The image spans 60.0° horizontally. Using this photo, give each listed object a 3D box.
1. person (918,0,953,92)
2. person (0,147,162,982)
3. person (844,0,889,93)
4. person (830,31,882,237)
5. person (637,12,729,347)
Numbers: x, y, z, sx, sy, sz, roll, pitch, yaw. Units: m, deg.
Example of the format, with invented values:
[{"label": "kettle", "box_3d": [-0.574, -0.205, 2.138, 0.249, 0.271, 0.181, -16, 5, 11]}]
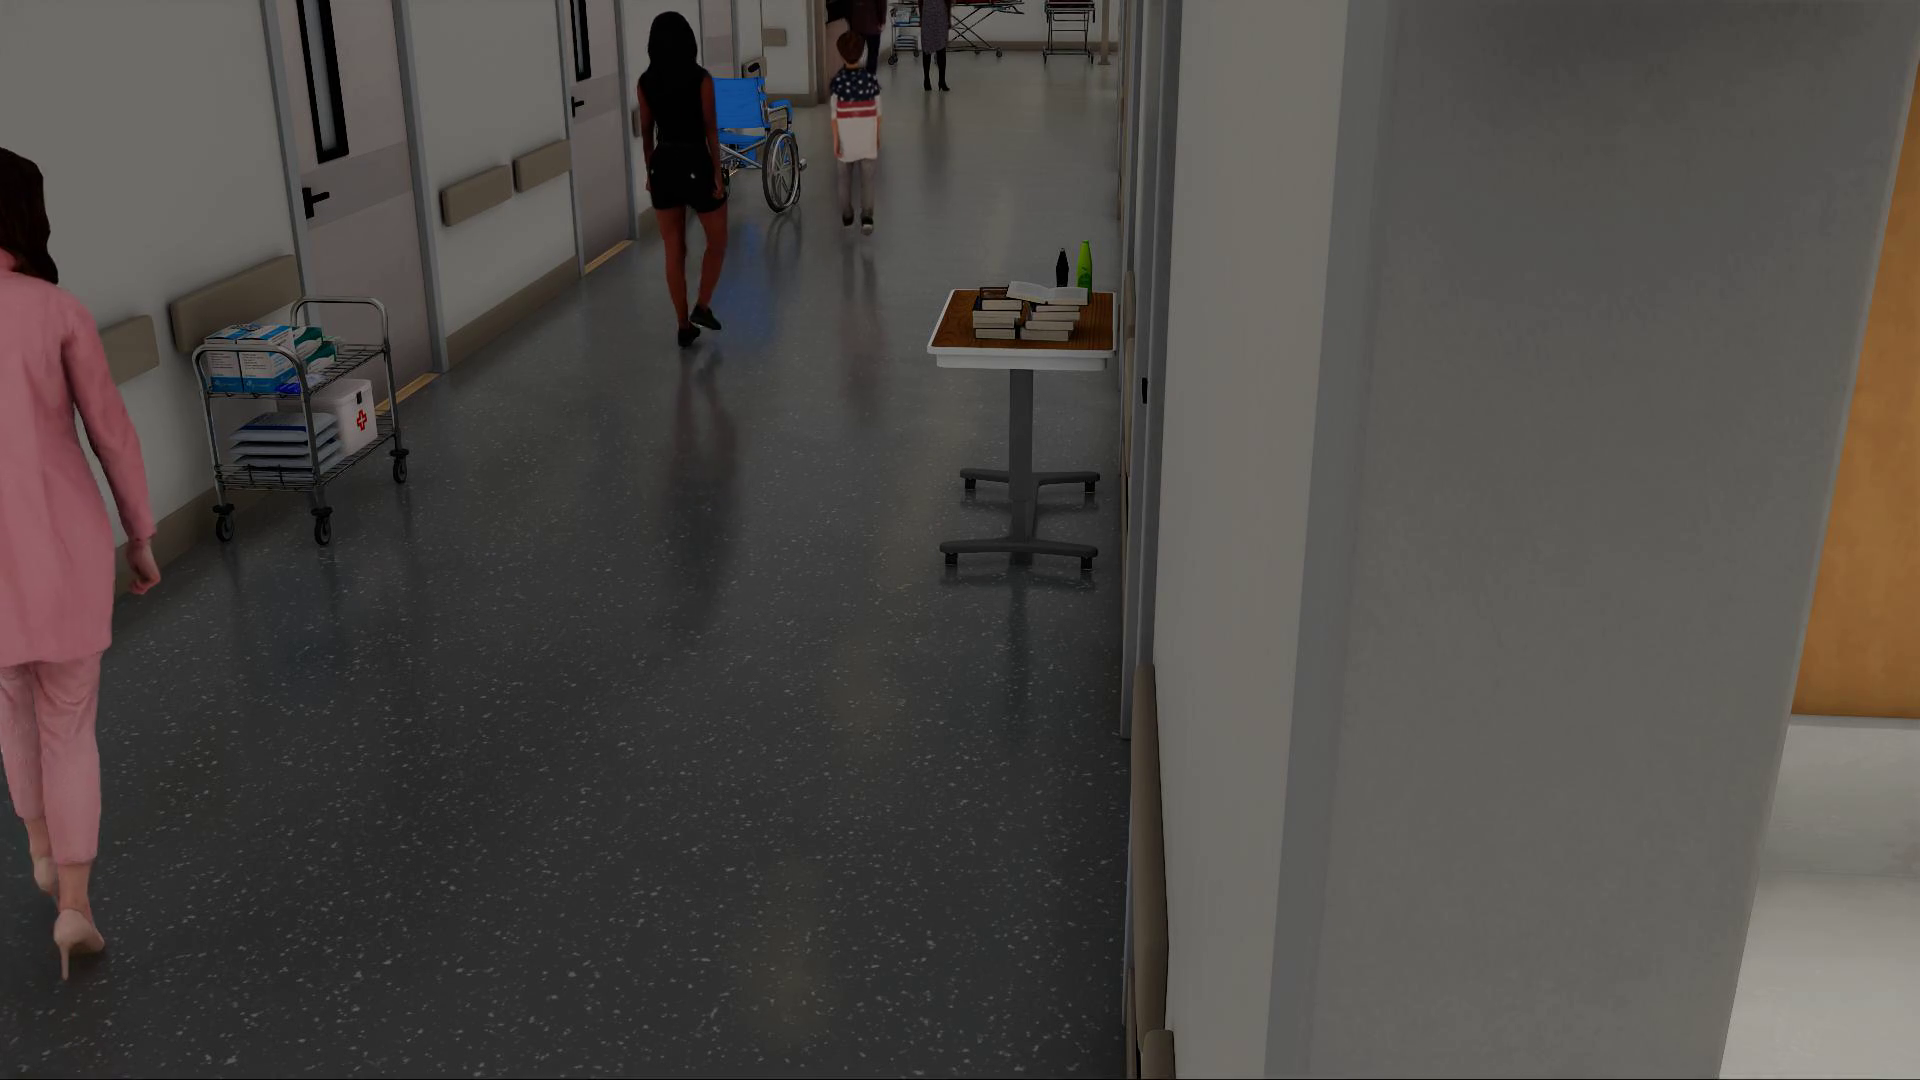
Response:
[{"label": "person", "box_3d": [-0.332, -6.757, 21.602, 0.678, 1.787, 0.649, 9, 23, 23]}, {"label": "person", "box_3d": [-2.009, 0.103, 3.521, 0.790, 1.764, 0.870, -11, 23, -26]}, {"label": "person", "box_3d": [-1.233, -6.538, 20.975, 1.005, 1.821, 1.173, 8, 22, 19]}, {"label": "person", "box_3d": [-0.725, -2.862, 11.851, 0.631, 1.410, 1.006, -2, 21, -5]}, {"label": "person", "box_3d": [-1.479, -1.861, 8.753, 0.644, 1.731, 0.617, 4, 21, 11]}]
